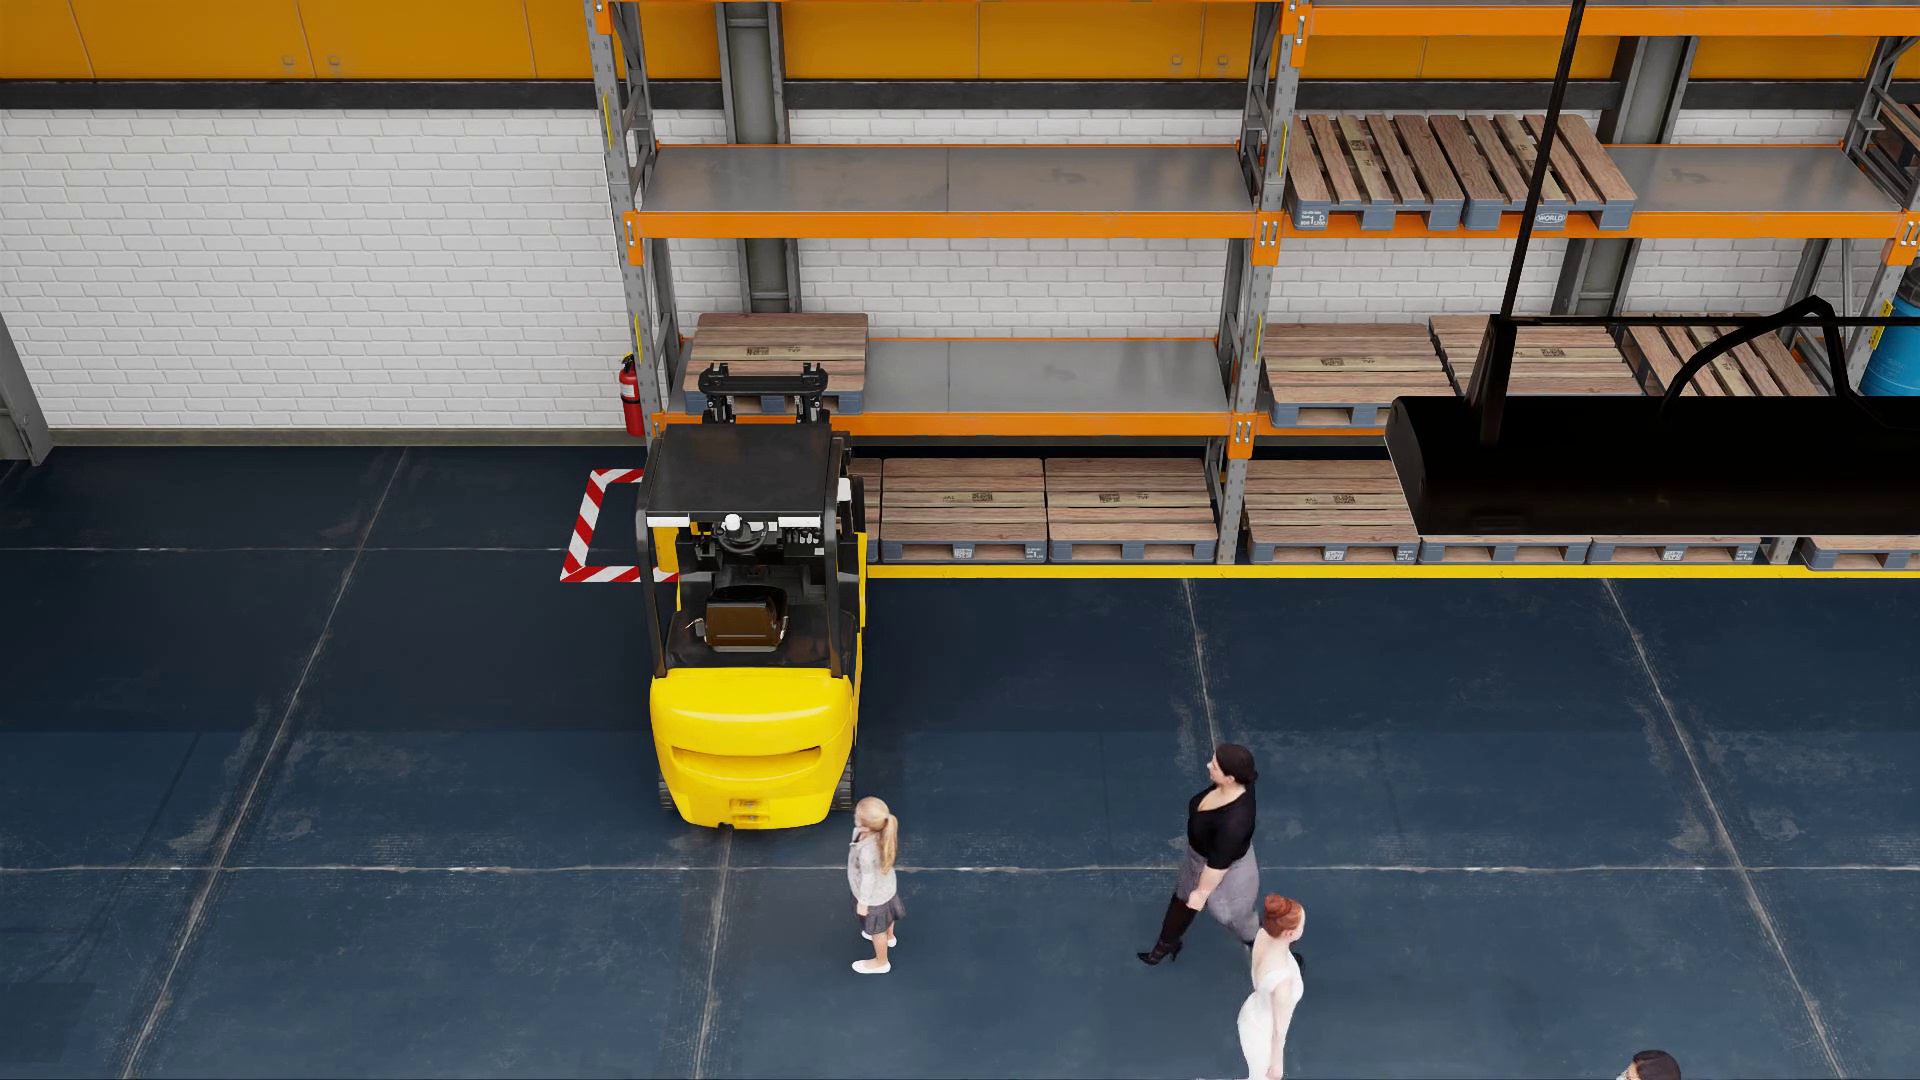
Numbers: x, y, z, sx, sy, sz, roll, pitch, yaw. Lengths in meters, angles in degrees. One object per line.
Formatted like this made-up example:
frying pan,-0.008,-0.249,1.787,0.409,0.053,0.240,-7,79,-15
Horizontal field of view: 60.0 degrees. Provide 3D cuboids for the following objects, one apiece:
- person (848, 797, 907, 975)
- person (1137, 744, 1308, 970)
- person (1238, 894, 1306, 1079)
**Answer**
person,-0.455,1.837,8.915,0.572,1.275,0.546,8,39,10
person,1.474,1.758,8.660,1.142,1.716,0.693,2,39,3
person,1.338,2.340,7.887,0.875,1.772,0.627,3,39,3
